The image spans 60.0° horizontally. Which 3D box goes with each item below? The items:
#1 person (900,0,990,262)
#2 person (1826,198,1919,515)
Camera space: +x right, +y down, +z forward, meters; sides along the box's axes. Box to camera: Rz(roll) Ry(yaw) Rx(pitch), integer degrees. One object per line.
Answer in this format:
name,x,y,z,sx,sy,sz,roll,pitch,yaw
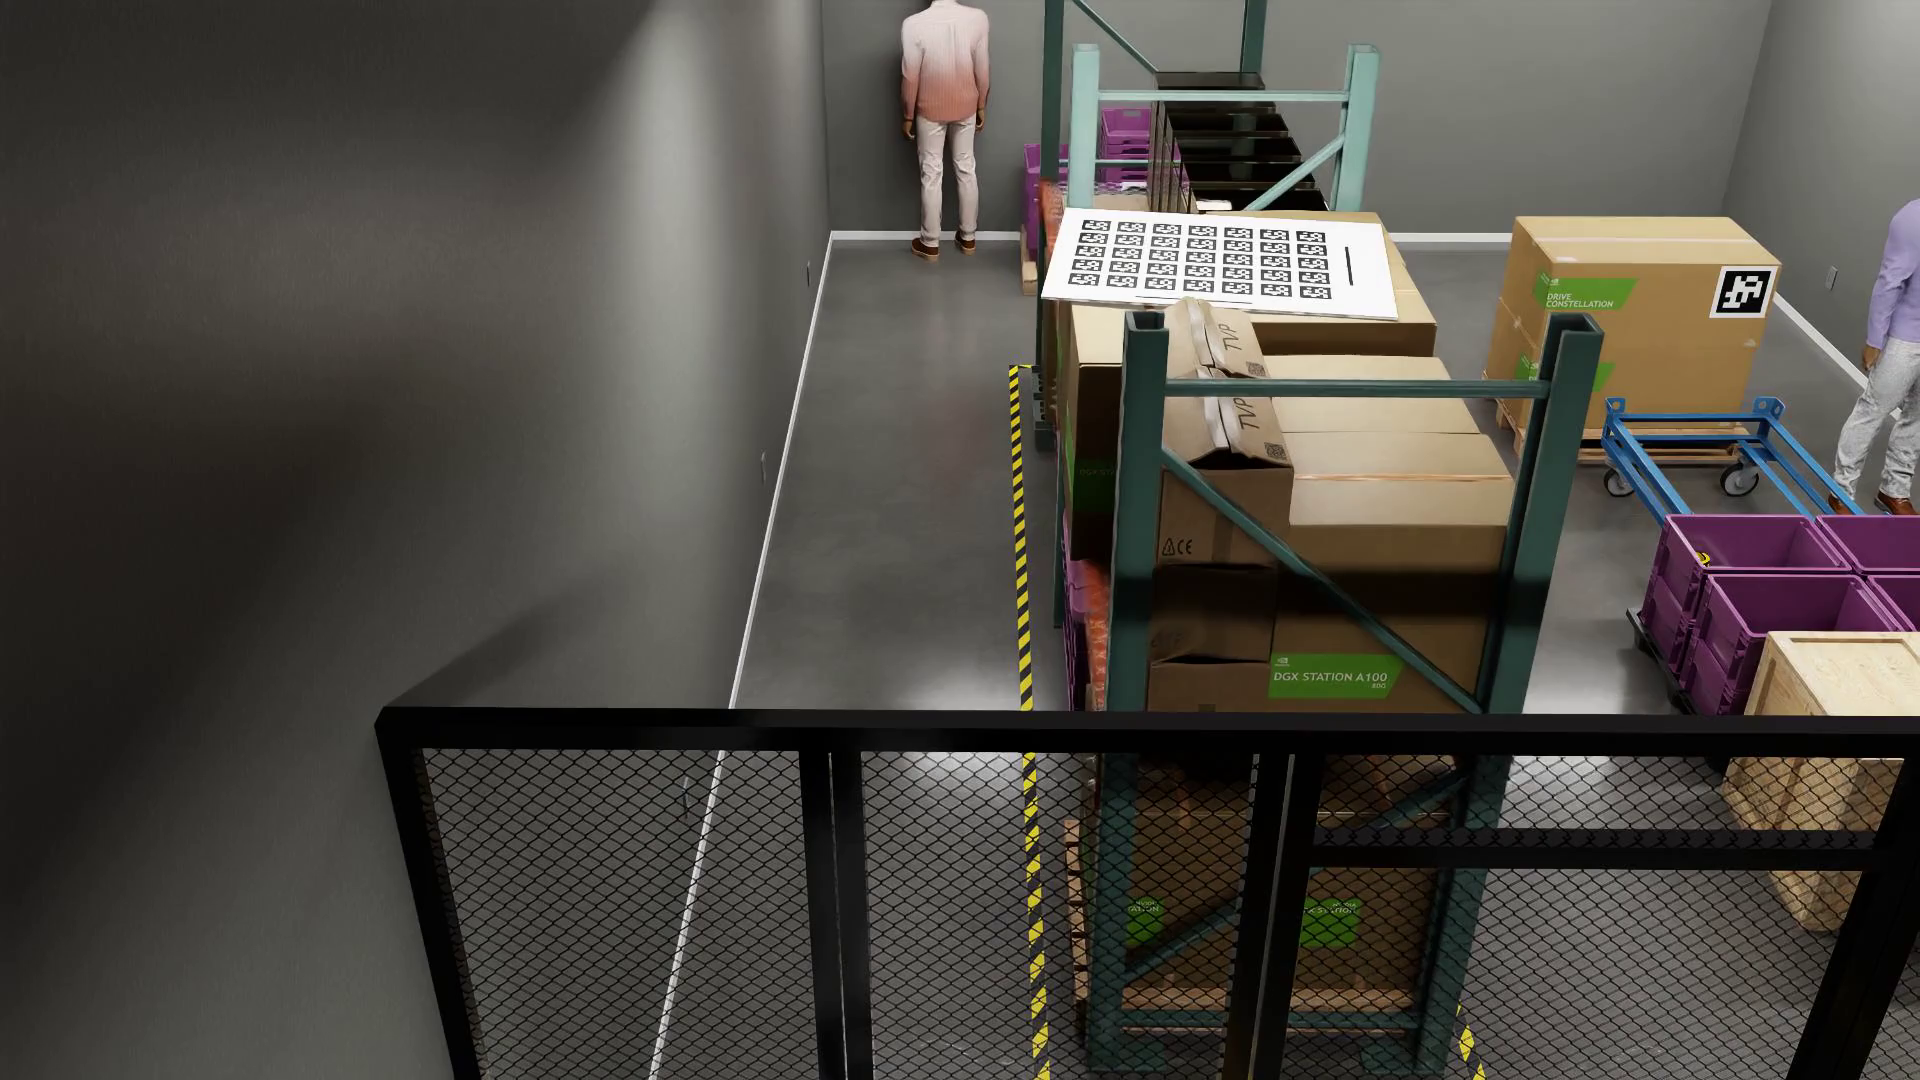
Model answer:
person,-0.103,-2.811,10.831,0.611,1.995,0.380,-13,33,-20
person,4.537,-0.944,7.782,0.627,1.941,0.371,-1,31,-1
